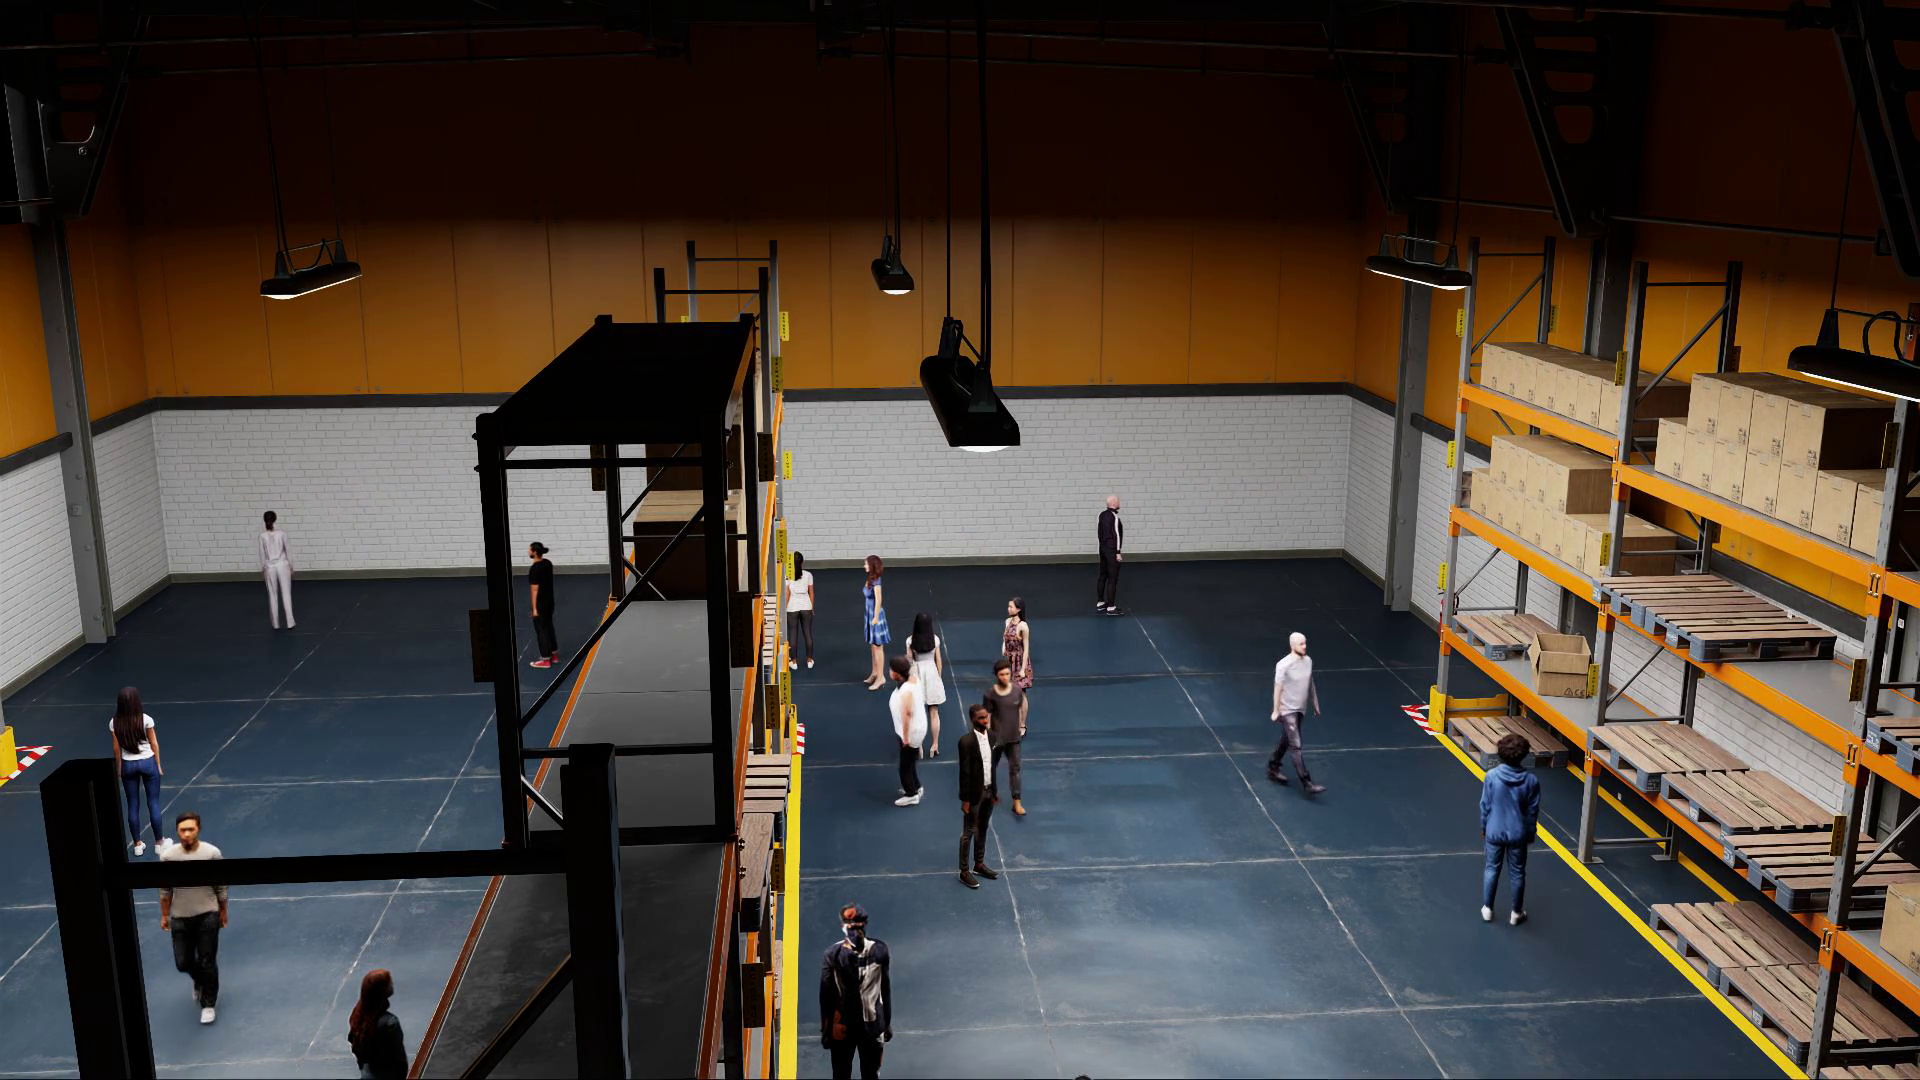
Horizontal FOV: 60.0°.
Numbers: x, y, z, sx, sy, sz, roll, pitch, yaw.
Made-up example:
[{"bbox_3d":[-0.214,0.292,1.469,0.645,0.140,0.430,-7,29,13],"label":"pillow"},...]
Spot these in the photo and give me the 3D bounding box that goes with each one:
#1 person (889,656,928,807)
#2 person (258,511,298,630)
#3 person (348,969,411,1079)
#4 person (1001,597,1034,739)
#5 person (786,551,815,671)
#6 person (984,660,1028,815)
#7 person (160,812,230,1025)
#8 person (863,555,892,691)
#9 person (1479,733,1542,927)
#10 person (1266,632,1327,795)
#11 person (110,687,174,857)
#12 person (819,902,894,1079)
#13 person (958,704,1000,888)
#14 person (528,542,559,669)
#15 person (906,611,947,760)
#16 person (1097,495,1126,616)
[{"bbox_3d":[-0.566,2.058,18.172,0.782,1.676,0.640,2,14,7],"label":"person"},{"bbox_3d":[-10.132,0.439,24.651,0.621,1.773,0.565,-3,14,-13],"label":"person"},{"bbox_3d":[-3.886,3.707,11.220,0.674,1.742,0.695,7,15,27],"label":"person"},{"bbox_3d":[0.667,1.541,20.098,0.856,1.774,0.777,-10,17,-36],"label":"person"},{"bbox_3d":[-2.203,0.954,22.795,0.600,1.646,0.568,-3,14,-14],"label":"person"},{"bbox_3d":[0.435,2.095,18.032,0.779,1.670,1.131,-4,14,-17],"label":"person"},{"bbox_3d":[-6.310,3.064,13.751,0.755,1.801,0.823,-4,14,-15],"label":"person"},{"bbox_3d":[-1.132,1.076,21.954,0.754,1.805,0.554,-3,14,-12],"label":"person"},{"bbox_3d":[5.066,2.664,15.386,0.757,1.808,0.737,6,15,23],"label":"person"},{"bbox_3d":[3.652,1.903,18.586,1.098,1.783,1.287,-10,17,-36],"label":"person"},{"bbox_3d":[-8.308,2.330,16.837,0.592,1.775,0.524,-2,14,-8],"label":"person"},{"bbox_3d":[-0.739,3.471,11.877,0.733,1.893,0.665,-4,14,-18],"label":"person"},{"bbox_3d":[0.166,2.466,16.226,0.787,1.799,0.740,13,18,42],"label":"person"},{"bbox_3d":[-5.742,0.877,22.876,0.742,1.757,0.589,3,14,14],"label":"person"},{"bbox_3d":[-0.420,1.692,19.477,0.646,1.774,0.633,-1,14,-3],"label":"person"},{"bbox_3d":[2.292,0.206,25.481,0.816,1.835,0.649,-6,15,-25],"label":"person"}]
